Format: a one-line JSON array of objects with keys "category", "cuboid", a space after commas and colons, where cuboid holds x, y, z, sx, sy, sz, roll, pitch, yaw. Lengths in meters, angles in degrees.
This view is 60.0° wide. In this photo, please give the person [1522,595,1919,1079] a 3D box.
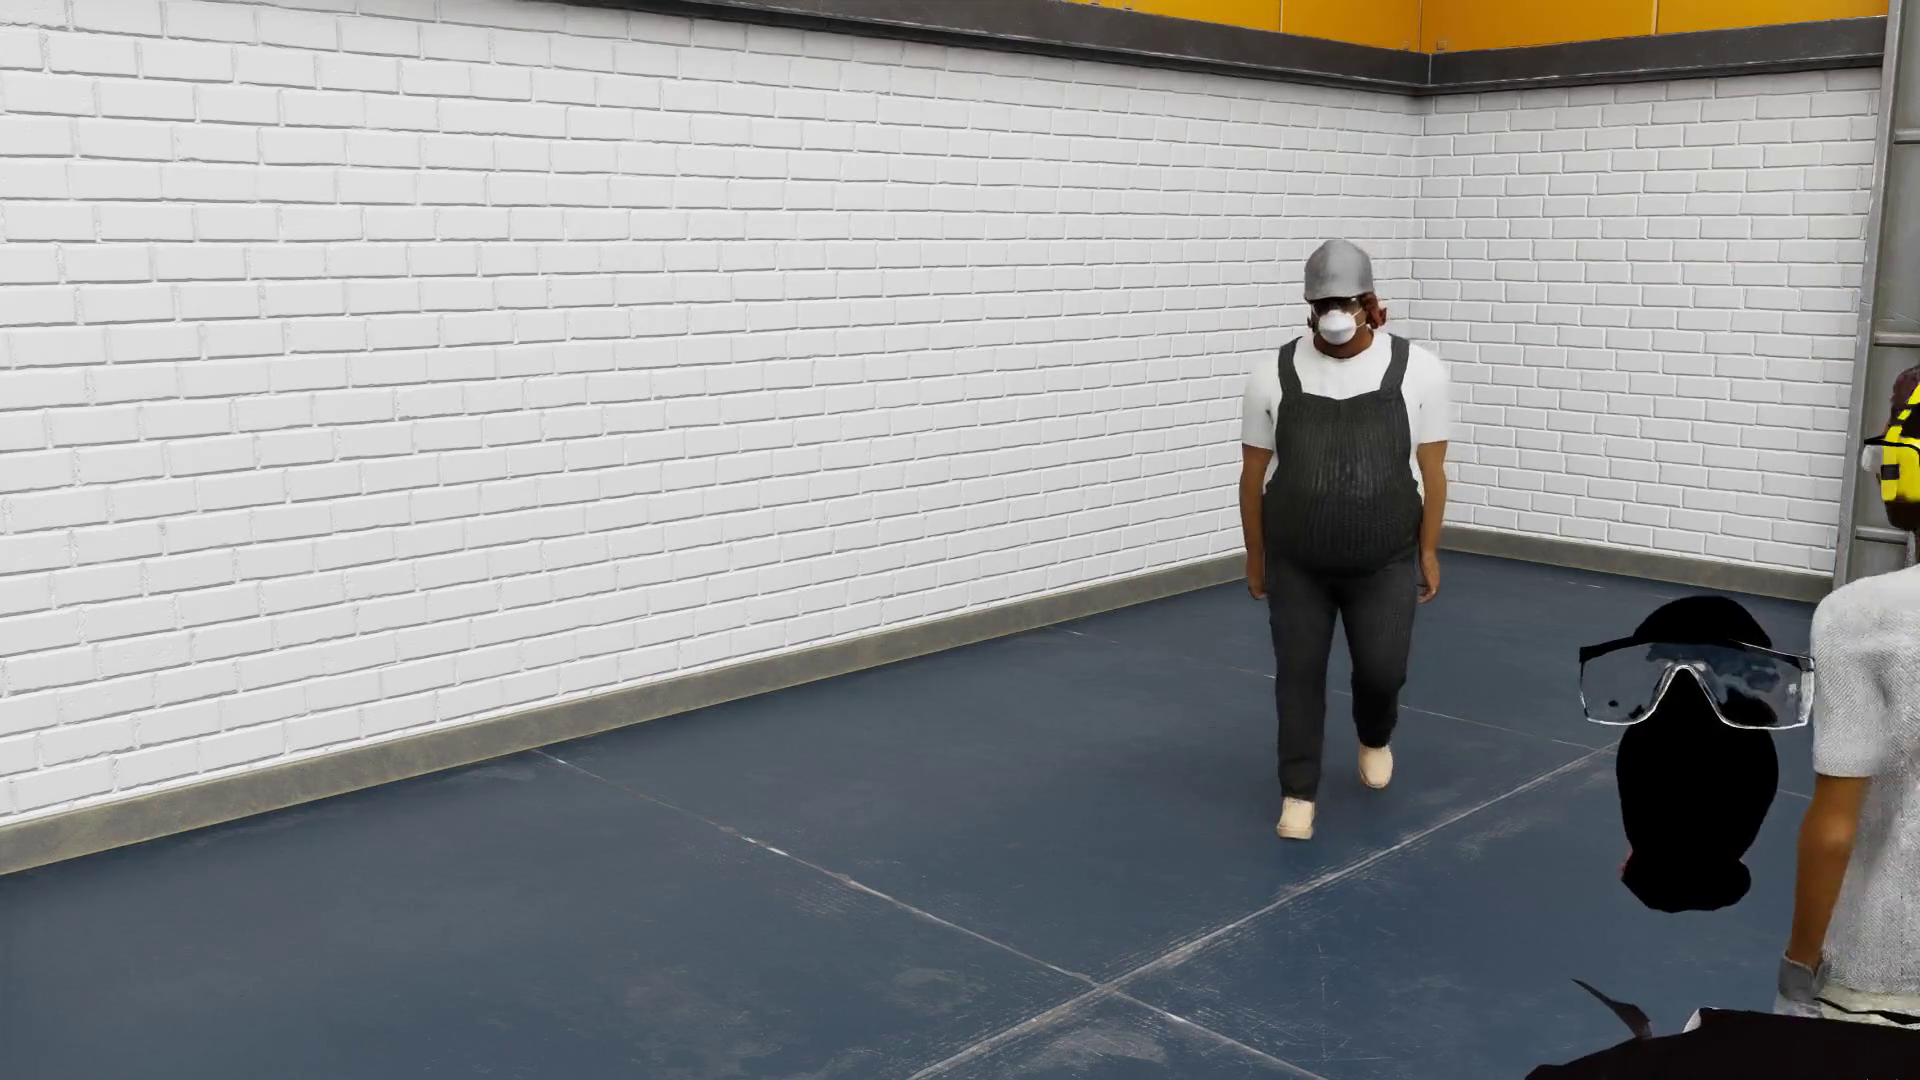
[{"category": "person", "cuboid": [0.446, 0.891, 1.051, 0.651, 1.907, 0.409, -2, 11, -11]}]

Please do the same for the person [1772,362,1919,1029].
[{"category": "person", "cuboid": [1.451, 0.655, 2.476, 0.509, 1.860, 0.463, -2, 11, -11]}]

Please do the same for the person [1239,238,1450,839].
[{"category": "person", "cuboid": [1.278, -0.017, 5.635, 0.695, 2.000, 0.641, 3, 11, 16]}]
